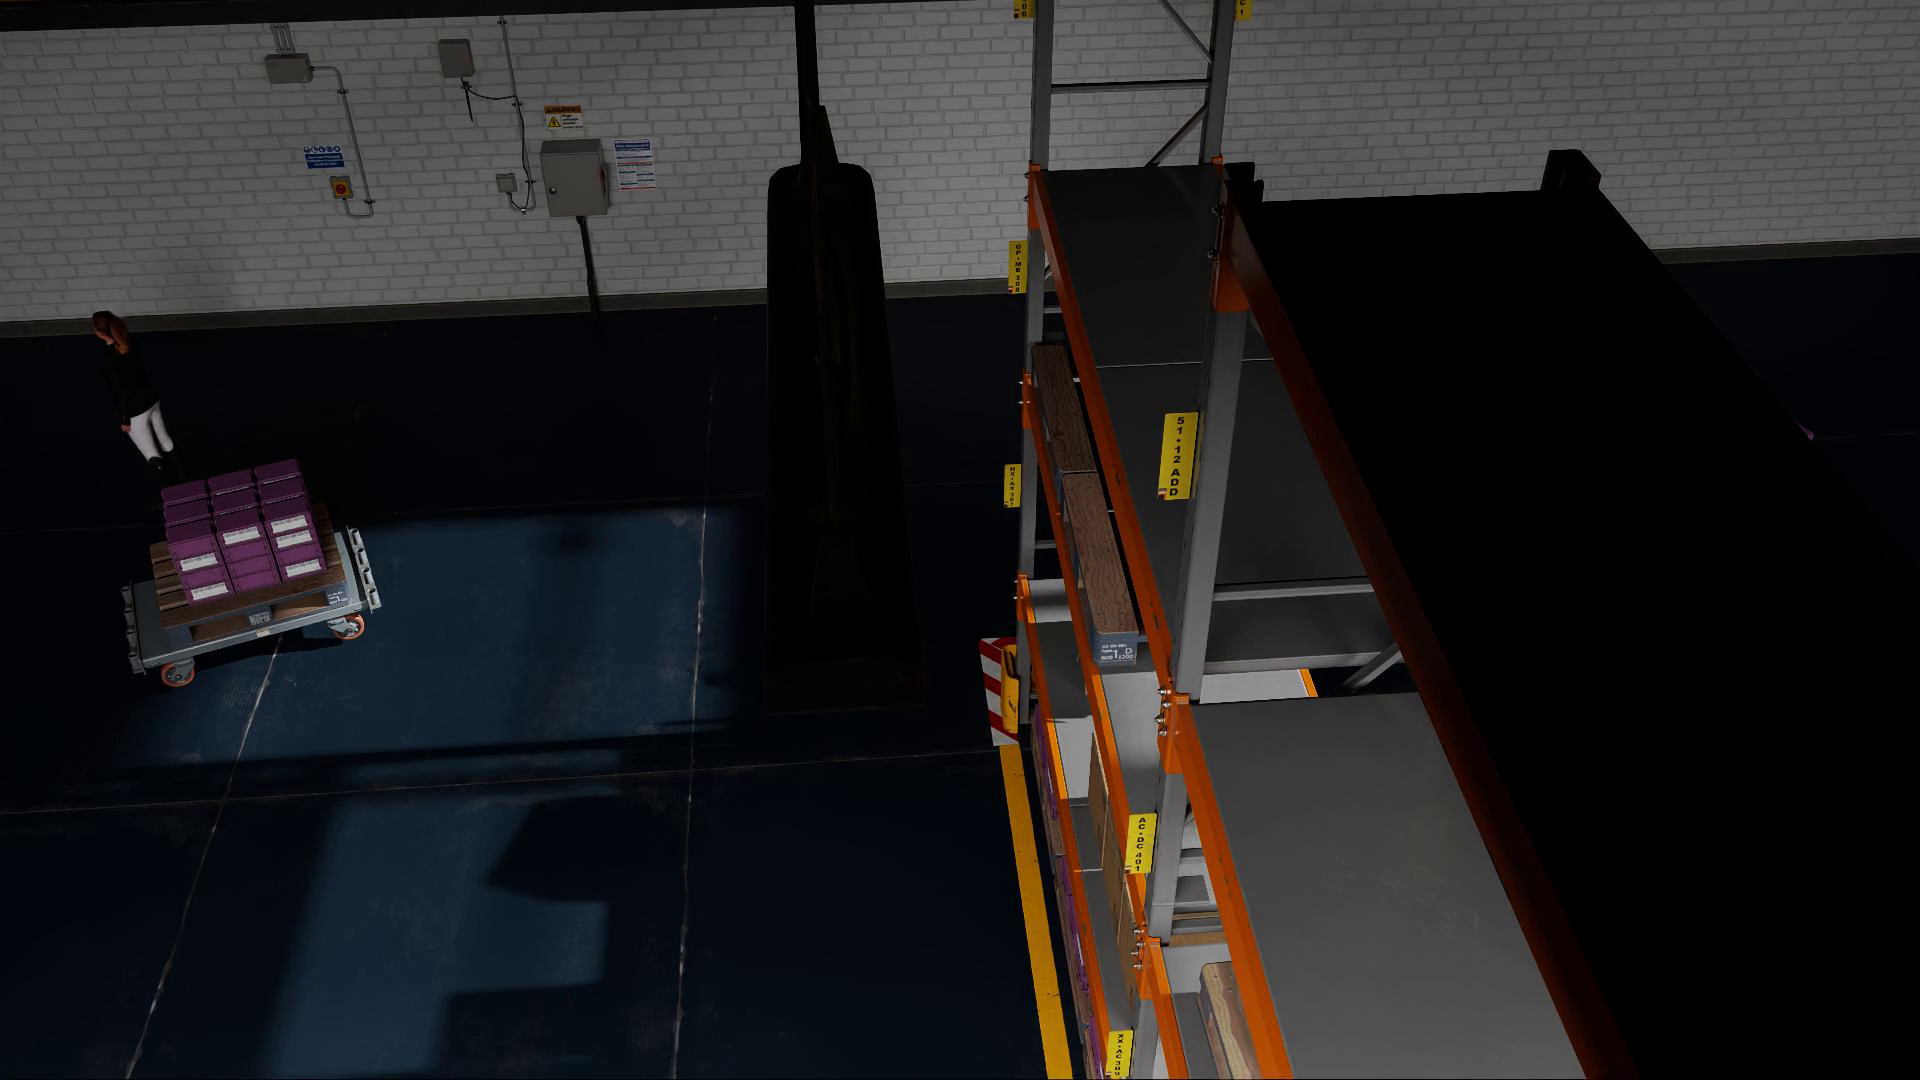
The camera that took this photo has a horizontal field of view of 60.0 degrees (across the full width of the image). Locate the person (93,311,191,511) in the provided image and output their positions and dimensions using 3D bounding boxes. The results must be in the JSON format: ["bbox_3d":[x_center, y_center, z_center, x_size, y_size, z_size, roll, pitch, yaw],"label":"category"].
[{"bbox_3d":[-6.270,-0.994,12.709,0.678,1.729,0.534,4,39,5],"label":"person"}]
